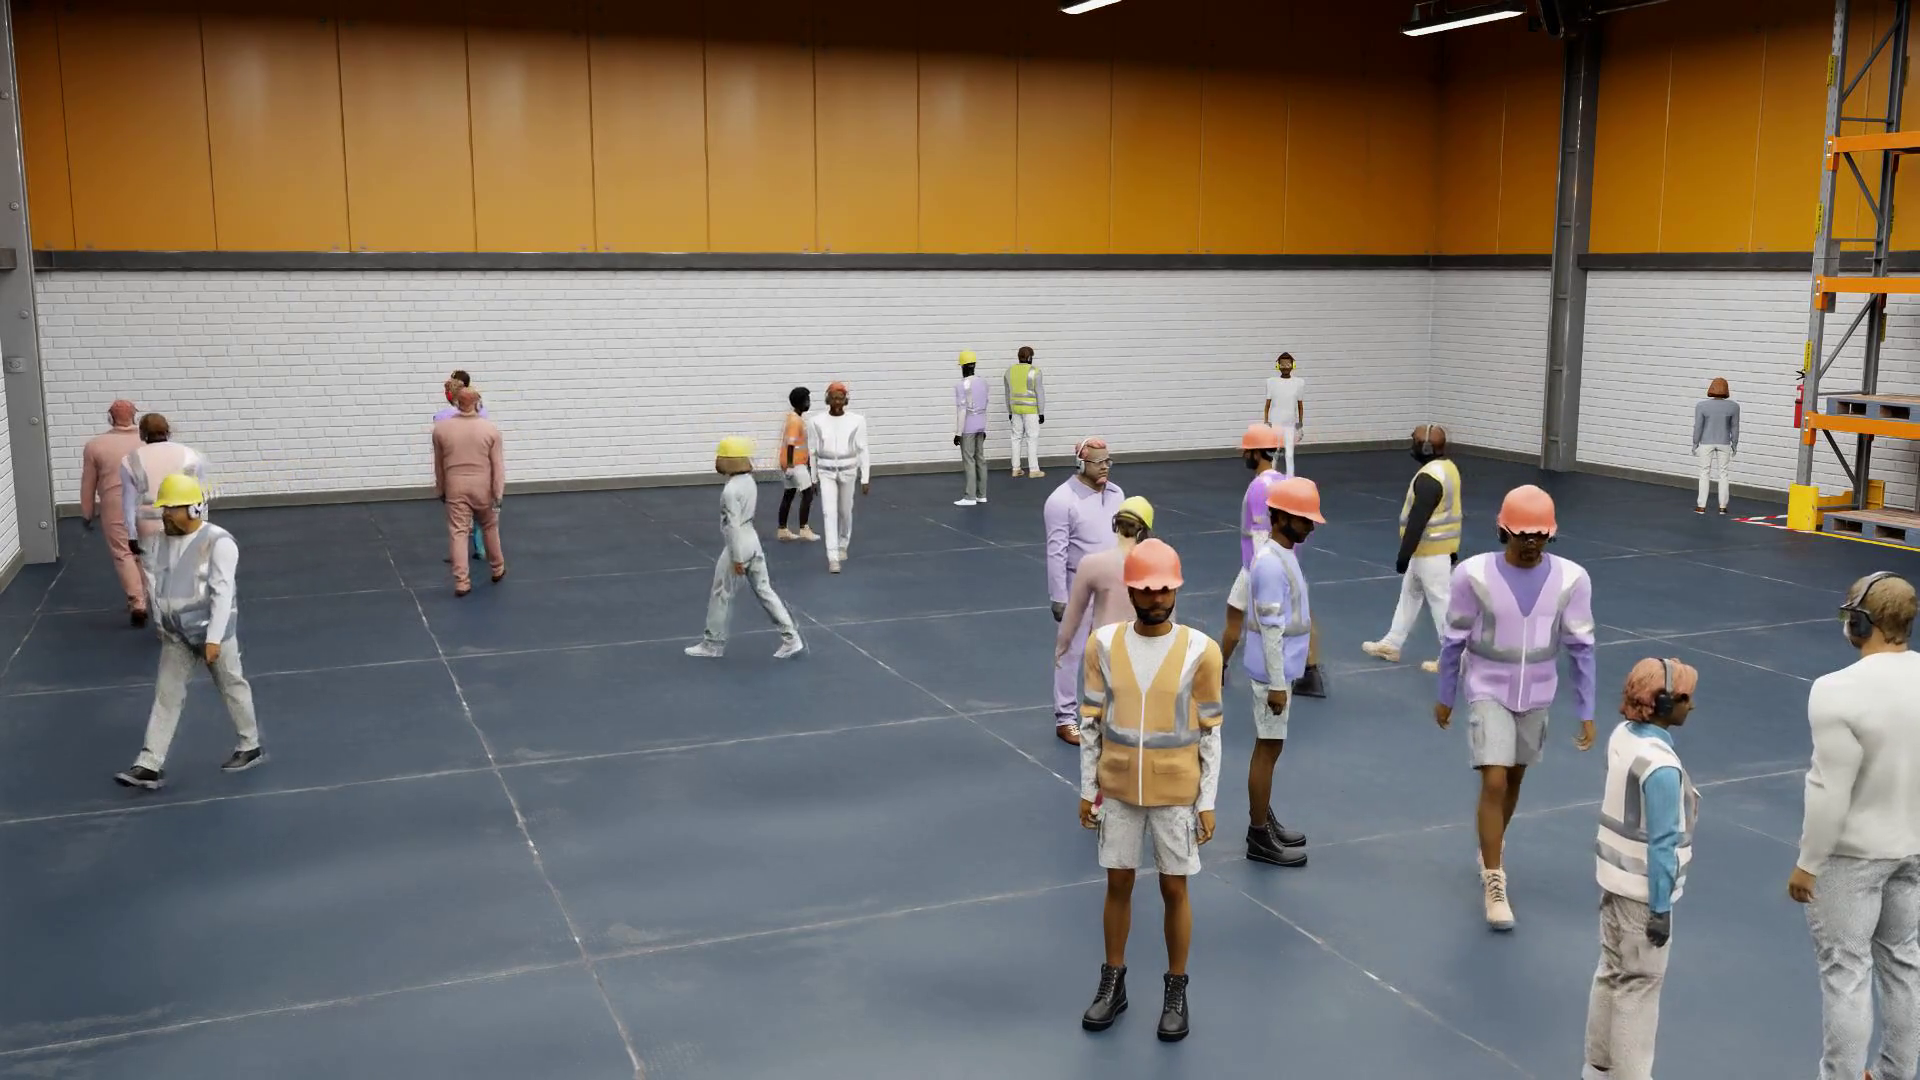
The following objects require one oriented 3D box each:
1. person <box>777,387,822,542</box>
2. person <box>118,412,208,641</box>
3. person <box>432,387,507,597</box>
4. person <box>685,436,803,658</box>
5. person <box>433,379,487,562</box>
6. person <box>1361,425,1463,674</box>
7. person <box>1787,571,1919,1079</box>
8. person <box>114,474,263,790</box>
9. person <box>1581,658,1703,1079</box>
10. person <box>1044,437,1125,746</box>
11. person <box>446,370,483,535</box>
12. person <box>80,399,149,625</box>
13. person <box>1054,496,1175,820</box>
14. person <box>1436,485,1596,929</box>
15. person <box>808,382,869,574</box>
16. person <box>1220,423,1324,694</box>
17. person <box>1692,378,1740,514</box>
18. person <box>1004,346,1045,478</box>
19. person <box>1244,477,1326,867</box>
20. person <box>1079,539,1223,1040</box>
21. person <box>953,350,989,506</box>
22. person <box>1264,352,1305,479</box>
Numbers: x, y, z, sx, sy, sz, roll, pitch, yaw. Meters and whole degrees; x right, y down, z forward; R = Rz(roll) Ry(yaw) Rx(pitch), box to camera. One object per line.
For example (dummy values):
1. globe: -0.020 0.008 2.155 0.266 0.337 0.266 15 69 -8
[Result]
1. person: -1.700 -0.802 17.812 0.611 1.671 0.559 -1 9 -6
2. person: -6.208 -0.087 13.011 0.637 1.828 0.538 -6 11 -34
3. person: -4.452 -0.462 15.198 0.647 1.862 0.972 -1 9 -6
4. person: -1.619 0.064 12.490 0.908 1.700 0.497 3 10 18
5. person: -4.959 -0.683 16.585 0.390 1.840 0.565 9 13 42
6. person: 3.332 0.058 12.191 0.879 1.803 0.670 5 10 26
7. person: 3.116 1.065 5.700 0.635 1.936 0.354 -4 10 -21
8. person: -4.393 0.519 9.461 0.591 1.781 0.924 3 10 18
9. person: 2.361 1.208 5.761 0.312 1.633 0.524 1 9 5
10. person: 0.825 0.310 10.372 0.655 1.906 0.407 -8 12 -41
11. person: -5.338 -0.931 18.134 0.689 1.837 0.529 6 11 31
12. person: -6.939 -0.241 13.866 0.653 1.867 0.971 -8 12 -39
13. person: 0.839 0.624 9.015 0.619 1.722 0.699 0 9 0
14. person: 2.543 0.729 7.583 0.631 1.984 0.942 0 9 2
15. person: -1.188 -0.640 16.362 0.586 1.839 1.014 0 9 -2
16. person: 2.105 0.132 11.531 1.013 1.886 0.566 6 11 32
17. person: 9.019 -1.122 19.869 0.508 1.632 0.265 3 10 15
18. person: 0.928 -1.793 23.313 0.627 1.844 0.429 6 11 34
19. person: 1.608 0.643 8.290 0.374 1.927 0.542 2 10 13
20. person: 0.718 0.951 6.379 0.551 1.940 0.349 3 10 19
21. person: 0.121 -1.379 20.548 0.381 1.923 0.591 7 12 37
22. person: 4.103 -1.441 21.089 0.513 1.872 0.328 1 9 6
